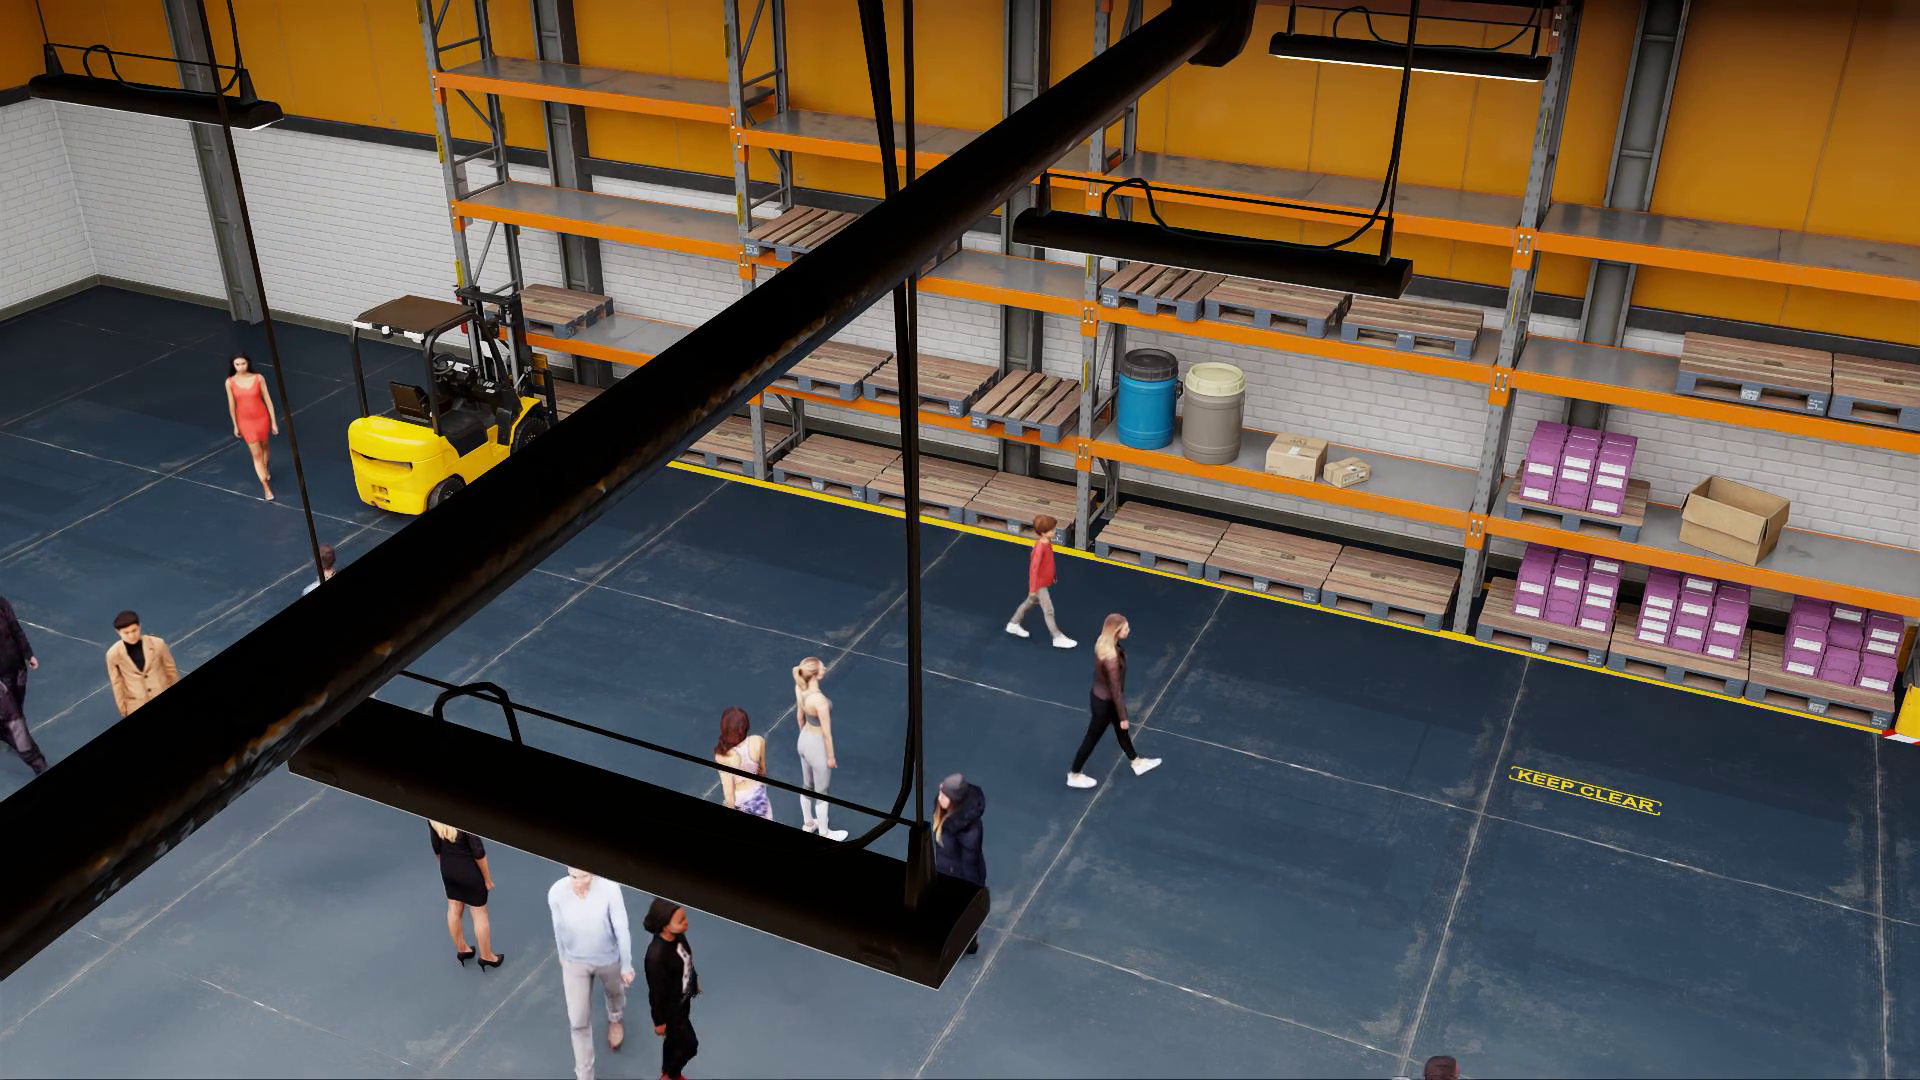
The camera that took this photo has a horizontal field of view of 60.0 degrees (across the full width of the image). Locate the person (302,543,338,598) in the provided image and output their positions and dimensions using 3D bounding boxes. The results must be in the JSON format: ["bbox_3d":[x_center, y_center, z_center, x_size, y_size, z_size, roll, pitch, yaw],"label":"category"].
[{"bbox_3d":[-5.387,0.906,14.478,0.814,1.834,0.920,-24,37,-37],"label":"person"}]

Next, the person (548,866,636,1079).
[{"bbox_3d":[-2.435,2.737,11.112,1.239,1.843,1.145,-3,29,-5],"label":"person"}]

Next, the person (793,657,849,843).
[{"bbox_3d":[-1.160,1.664,13.228,0.703,1.702,0.607,-20,35,-32],"label":"person"}]

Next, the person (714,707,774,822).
[{"bbox_3d":[-1.546,2.064,12.475,1.069,1.720,1.282,-16,32,-26],"label":"person"}]

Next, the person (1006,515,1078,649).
[{"bbox_3d":[0.700,0.390,15.899,0.983,1.381,0.637,7,29,12],"label":"person"}]

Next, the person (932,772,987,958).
[{"bbox_3d":[0.065,2.362,11.987,0.864,1.665,0.804,-10,30,-17],"label":"person"}]

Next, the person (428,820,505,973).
[{"bbox_3d":[-3.564,2.393,11.918,0.402,1.676,0.619,11,31,20],"label":"person"}]

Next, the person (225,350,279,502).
[{"bbox_3d":[-7.964,-1.342,18.773,1.040,1.670,1.184,-14,31,-23],"label":"person"}]

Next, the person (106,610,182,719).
[{"bbox_3d":[-6.789,1.285,13.923,0.967,1.701,1.081,-17,33,-28],"label":"person"}]

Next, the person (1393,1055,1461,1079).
[{"bbox_3d":[2.516,3.652,9.462,0.972,1.817,1.019,-25,38,-38],"label":"person"}]

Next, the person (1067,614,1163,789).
[{"bbox_3d":[1.119,1.368,13.813,1.155,1.661,0.946,-1,29,-2],"label":"person"}]

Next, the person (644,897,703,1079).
[{"bbox_3d":[-1.956,2.991,10.839,0.638,1.660,0.666,6,29,12],"label":"person"}]

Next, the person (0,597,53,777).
[{"bbox_3d":[-8.174,1.097,14.090,1.187,1.872,0.697,14,32,24],"label":"person"}]
